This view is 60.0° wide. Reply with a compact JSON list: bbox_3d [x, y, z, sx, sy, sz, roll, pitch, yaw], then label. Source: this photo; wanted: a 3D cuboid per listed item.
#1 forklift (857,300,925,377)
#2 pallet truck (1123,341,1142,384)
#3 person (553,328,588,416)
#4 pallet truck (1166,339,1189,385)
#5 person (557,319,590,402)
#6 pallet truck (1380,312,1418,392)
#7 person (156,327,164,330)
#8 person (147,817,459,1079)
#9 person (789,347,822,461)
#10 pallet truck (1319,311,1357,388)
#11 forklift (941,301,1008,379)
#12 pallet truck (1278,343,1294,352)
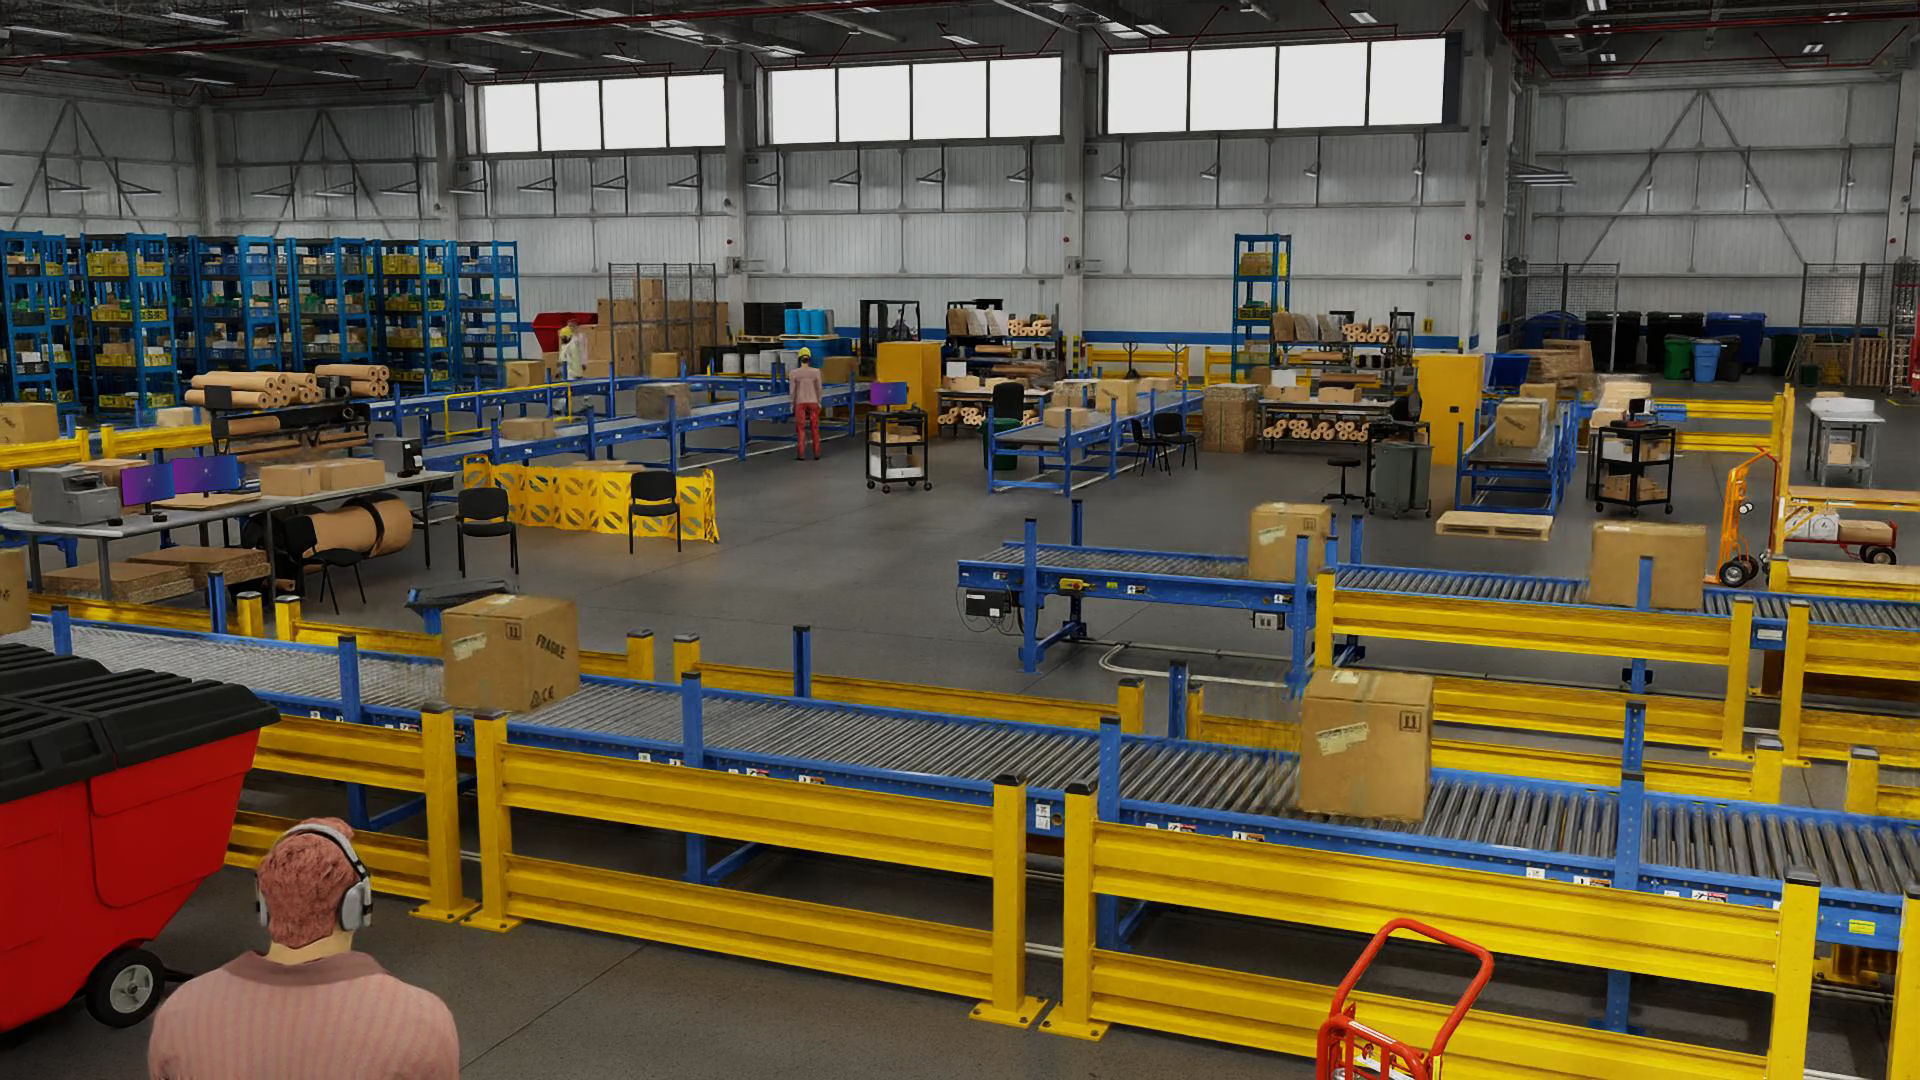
[{"bbox_3d":[-1.732,-5.109,42.468,1.157,1.987,2.680,4,10,22],"label":"forklift"},{"bbox_3d":[4.445,-4.380,41.279,0.680,1.201,1.601,4,10,22],"label":"pallet truck"},{"bbox_3d":[-7.947,-3.425,33.831,0.923,1.788,0.596,-5,11,-28],"label":"person"},{"bbox_3d":[5.418,-4.269,40.420,0.704,1.261,1.522,3,10,20],"label":"pallet truck"},{"bbox_3d":[-8.530,-3.949,36.757,0.646,1.867,0.973,7,12,36],"label":"person"},{"bbox_3d":[10.207,-4.283,38.369,0.823,1.965,1.885,3,10,20],"label":"pallet truck"},{"bbox_3d":[-17.912,-4.016,37.271,0.569,1.831,0.411,-7,11,-35],"label":"person"},{"bbox_3d":[-1.329,1.521,3.521,0.636,1.900,0.398,0,9,1],"label":"person"},{"bbox_3d":[-2.408,-2.118,25.945,0.523,1.769,0.322,-3,10,-19],"label":"person"},{"bbox_3d":[9.071,-4.419,39.190,0.823,1.965,1.885,5,10,26],"label":"pallet truck"},{"bbox_3d":[0.365,-4.966,41.571,1.157,1.987,2.680,3,10,20],"label":"forklift"},{"bbox_3d":[7.886,-4.163,39.743,0.653,1.274,1.630,4,10,22],"label":"pallet truck"}]
